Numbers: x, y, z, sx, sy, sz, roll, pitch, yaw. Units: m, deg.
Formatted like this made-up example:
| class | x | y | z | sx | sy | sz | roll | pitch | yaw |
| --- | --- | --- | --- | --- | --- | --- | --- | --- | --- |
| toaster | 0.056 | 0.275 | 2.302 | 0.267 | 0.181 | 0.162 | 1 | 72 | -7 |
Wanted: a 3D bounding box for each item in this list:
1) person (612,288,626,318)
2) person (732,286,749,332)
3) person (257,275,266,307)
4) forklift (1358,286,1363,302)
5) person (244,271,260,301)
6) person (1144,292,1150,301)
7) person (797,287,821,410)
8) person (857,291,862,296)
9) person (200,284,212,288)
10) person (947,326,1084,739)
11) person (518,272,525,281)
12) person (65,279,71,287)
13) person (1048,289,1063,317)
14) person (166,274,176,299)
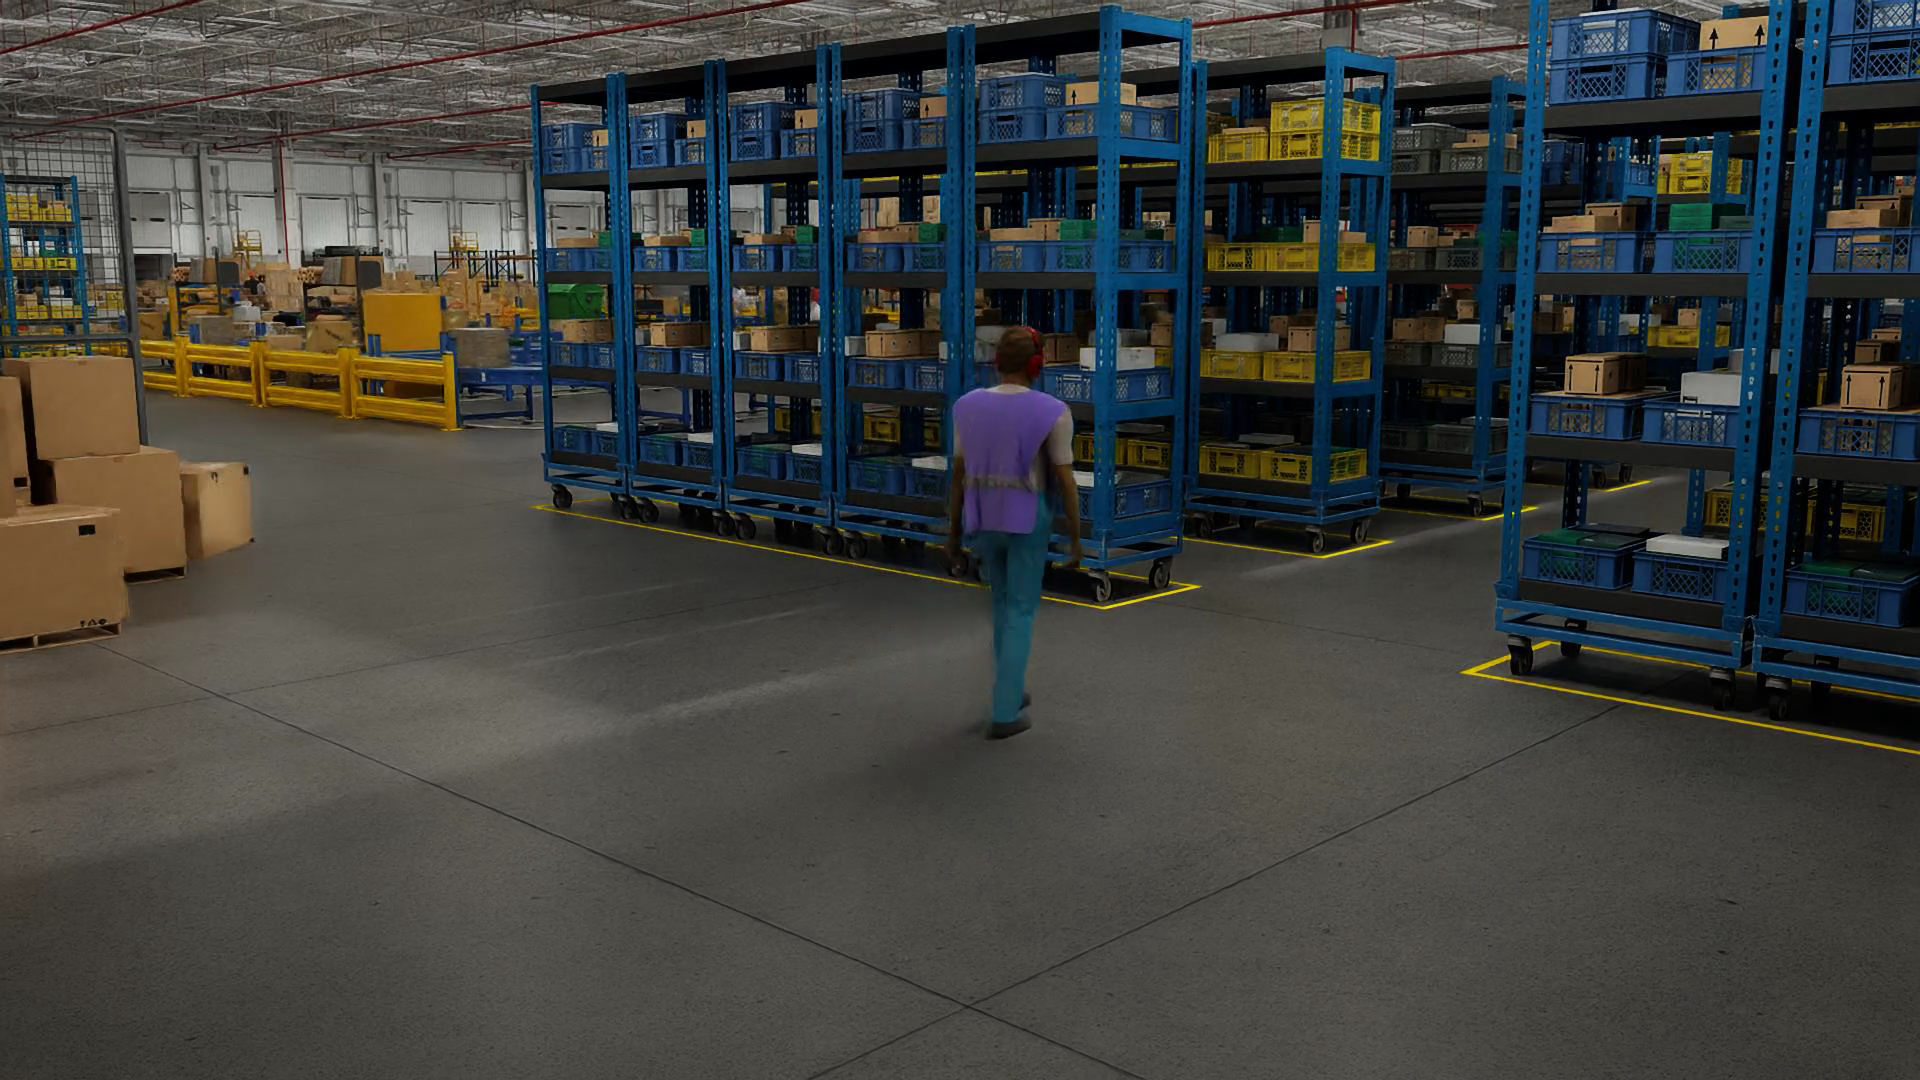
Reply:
| class | x | y | z | sx | sy | sz | roll | pitch | yaw |
| --- | --- | --- | --- | --- | --- | --- | --- | --- | --- |
| person | -8.288 | -5.470 | 40.891 | 0.525 | 1.769 | 0.312 | 1 | 9 | 5 |
| person | -6.606 | -6.940 | 49.833 | 0.915 | 1.779 | 0.621 | 9 | 13 | 44 |
| person | -24.379 | -8.341 | 58.174 | 0.534 | 1.869 | 0.315 | 9 | 13 | 43 |
| forklift | 11.100 | -7.017 | 46.970 | 1.873 | 2.768 | 1.129 | 9 | 13 | 43 |
| person | -26.911 | -9.240 | 63.305 | 0.608 | 1.995 | 0.376 | -3 | 10 | -20 |
| person | 7.015 | -9.022 | 62.882 | 0.317 | 1.695 | 0.540 | 1 | 9 | 4 |
| person | -1.928 | -2.248 | 20.712 | 0.402 | 1.904 | 0.652 | -8 | 12 | -39 |
| person | -4.124 | -10.344 | 71.062 | 0.819 | 1.656 | 0.557 | 2 | 9 | 12 |
| person | -30.996 | -9.949 | 68.483 | 0.520 | 1.723 | 0.733 | 1 | 9 | 7 |
| person | 0.292 | -0.050 | 7.508 | 0.586 | 1.813 | 0.764 | 5 | 11 | 29 |
| person | -22.861 | -12.990 | 86.583 | 0.491 | 1.900 | 0.626 | -4 | 10 | -25 |
| person | -40.487 | -11.187 | 75.413 | 0.635 | 1.937 | 0.352 | 4 | 10 | 22 |
| person | 1.424 | -2.990 | 25.478 | 0.588 | 1.834 | 0.403 | 1 | 9 | 6 |
| person | -36.362 | -11.331 | 76.620 | 0.440 | 1.832 | 0.647 | -8 | 12 | -40 |
